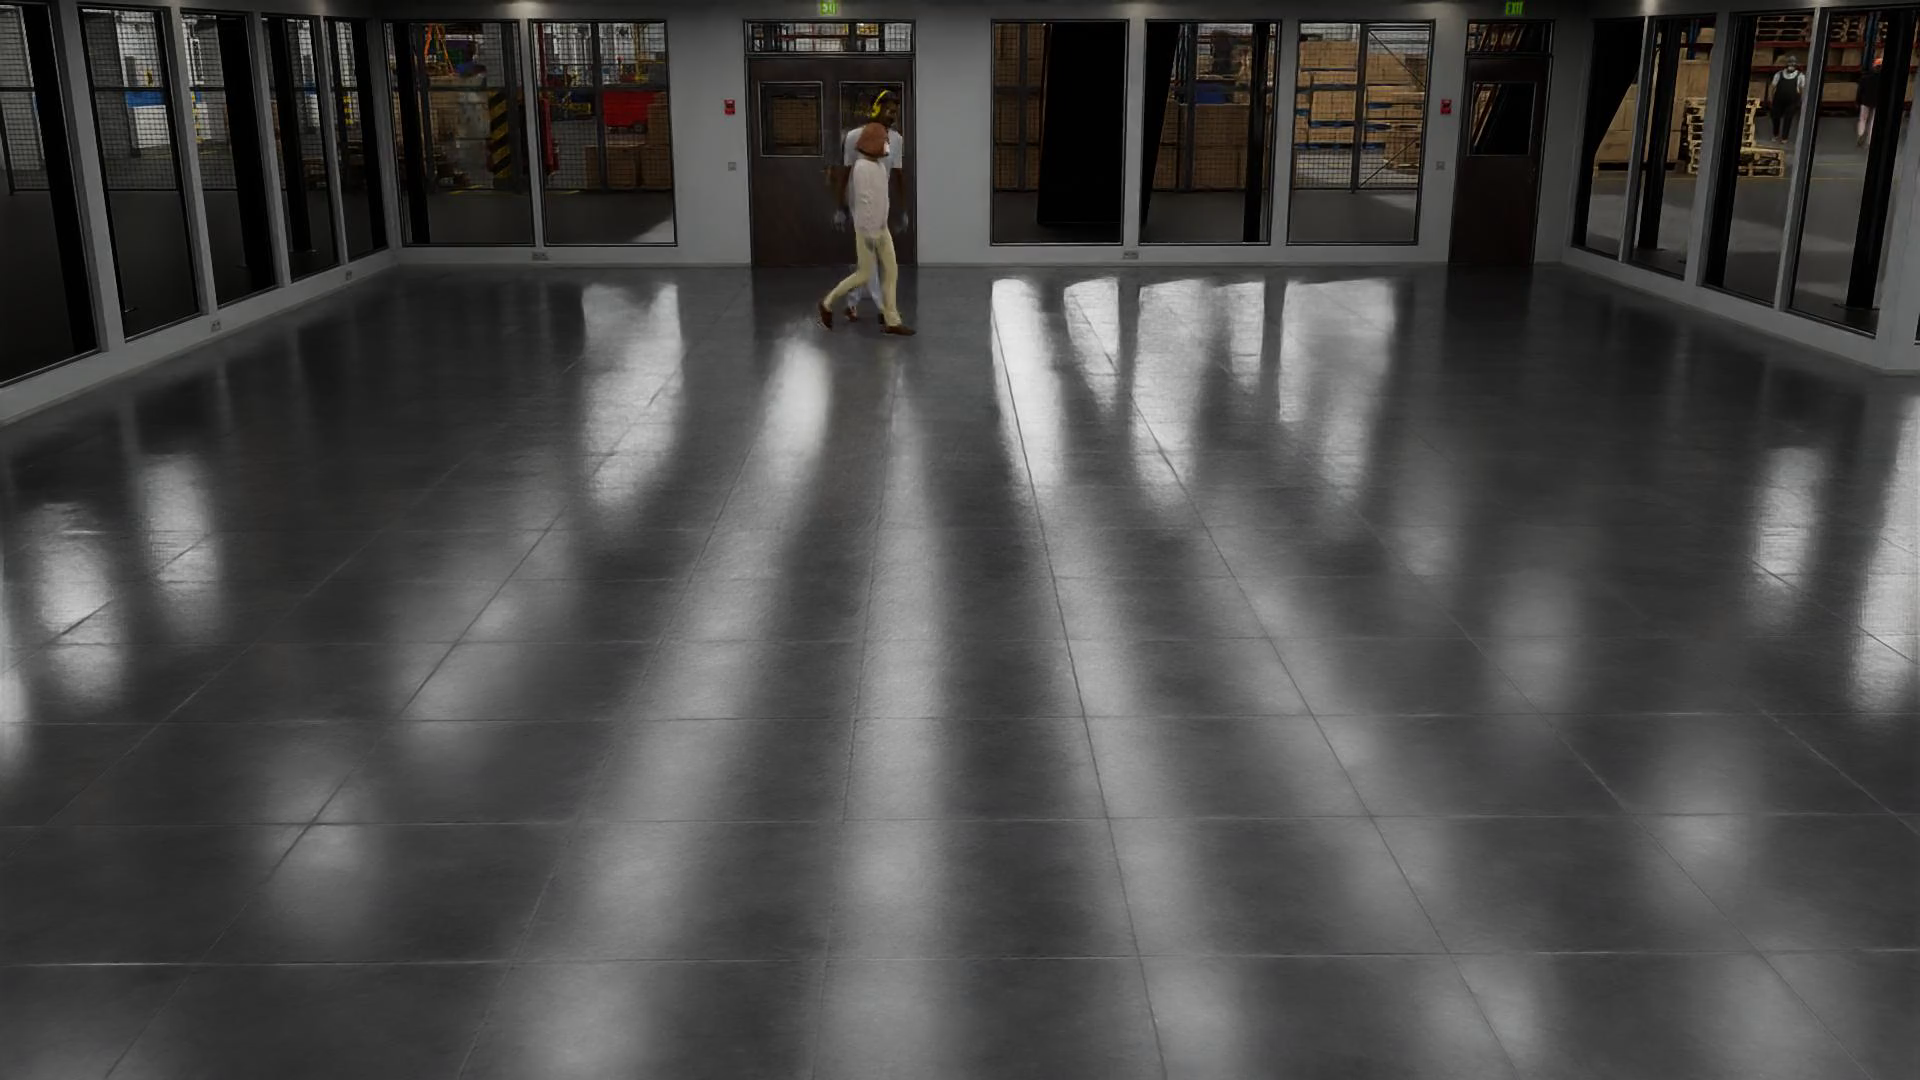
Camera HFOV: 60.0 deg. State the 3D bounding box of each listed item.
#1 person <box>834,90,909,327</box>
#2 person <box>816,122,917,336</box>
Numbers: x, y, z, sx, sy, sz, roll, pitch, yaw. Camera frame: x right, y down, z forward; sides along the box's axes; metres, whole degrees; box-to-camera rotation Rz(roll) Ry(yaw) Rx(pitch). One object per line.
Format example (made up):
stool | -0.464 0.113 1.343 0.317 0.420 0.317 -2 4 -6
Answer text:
person | -0.664 -2.587 13.065 0.544 1.816 0.895 -11 20 -34
person | -0.717 -2.347 12.605 0.704 1.608 0.502 7 18 21
